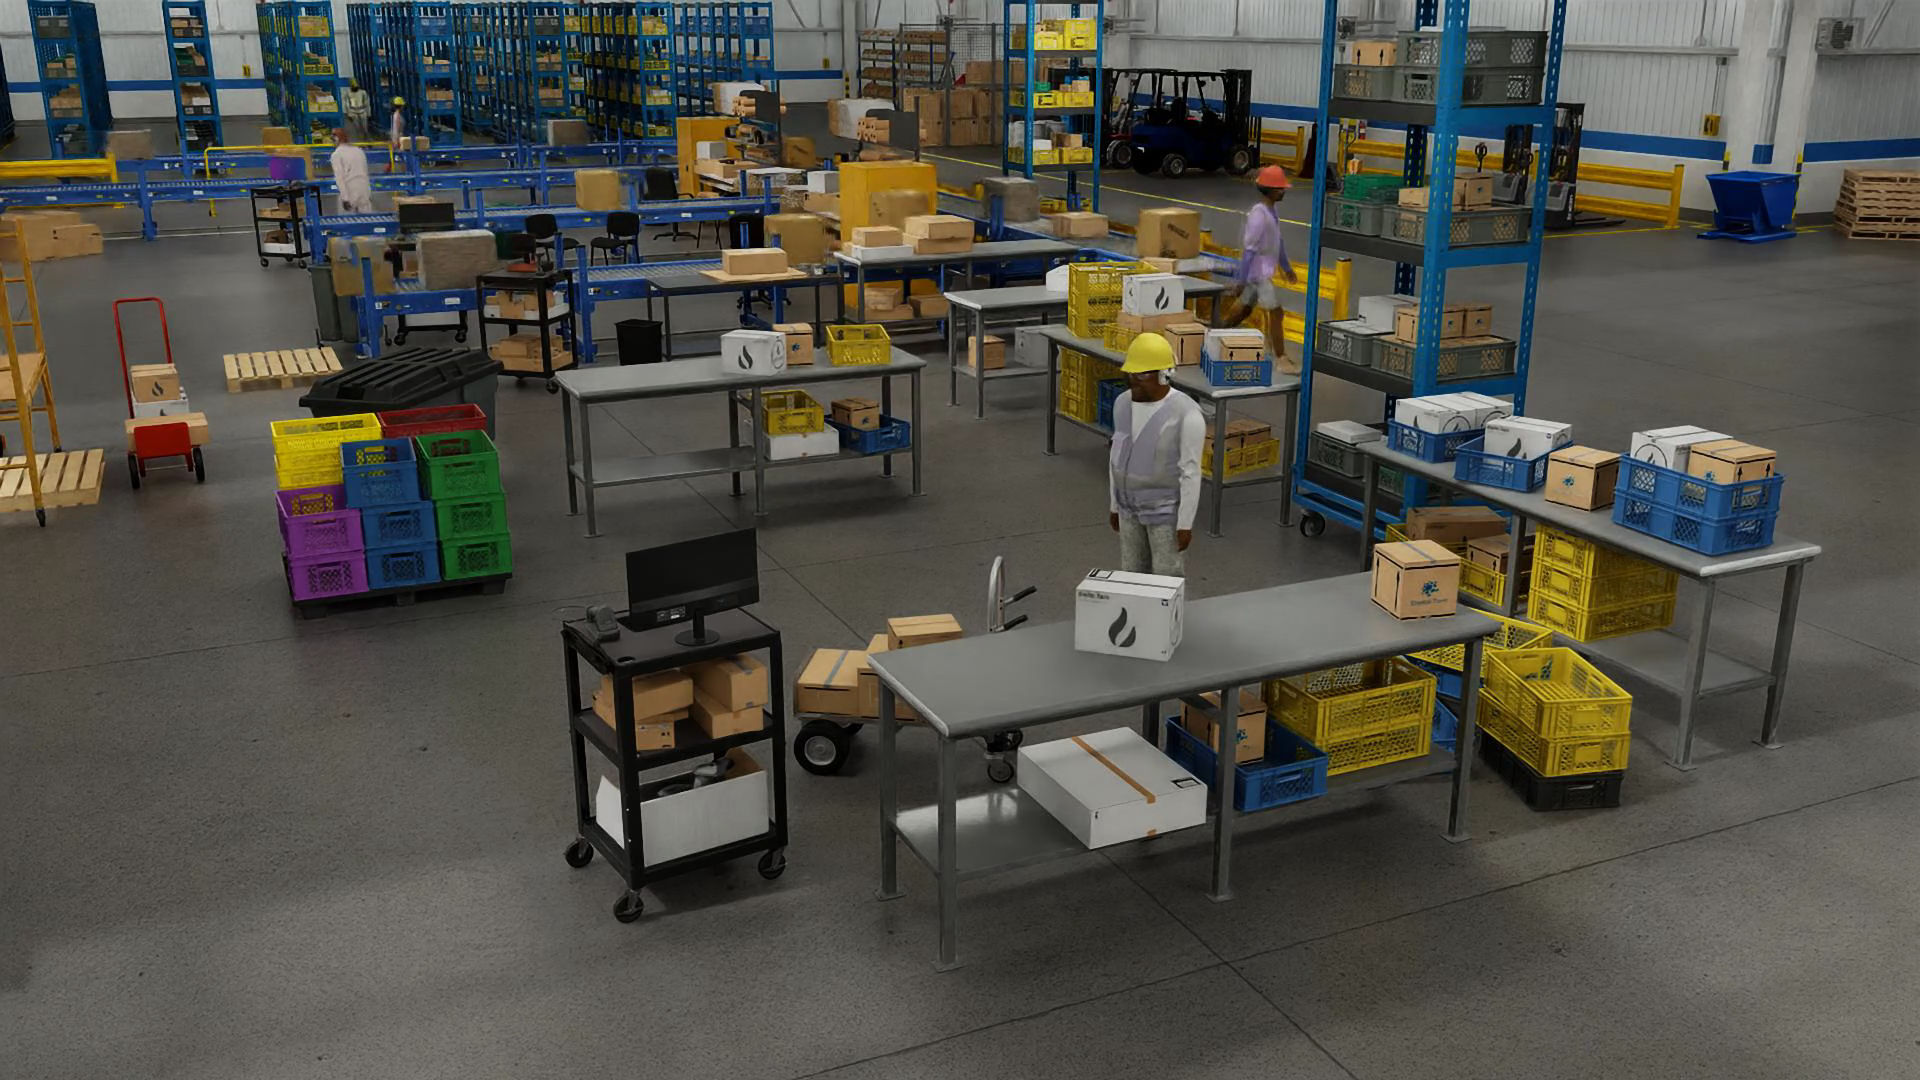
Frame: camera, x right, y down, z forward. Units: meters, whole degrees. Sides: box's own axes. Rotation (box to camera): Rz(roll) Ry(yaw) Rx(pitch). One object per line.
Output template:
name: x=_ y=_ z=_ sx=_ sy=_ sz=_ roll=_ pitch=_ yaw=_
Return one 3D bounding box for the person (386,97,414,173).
person: x=-11.272 y=-8.070 z=33.634 sx=0.949 sy=1.712 sz=0.539 roll=-6 pitch=18 yaw=-17

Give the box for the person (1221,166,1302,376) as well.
person: x=2.827 y=-2.574 z=15.905 sx=1.062 sy=2.000 sz=0.607 roll=5 pitch=18 yaw=16

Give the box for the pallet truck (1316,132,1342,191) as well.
pallet truck: x=7.723 y=-7.504 z=32.656 sx=1.601 sy=1.201 sz=0.680 roll=-8 pitch=19 yaw=-23

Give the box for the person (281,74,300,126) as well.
person: x=-17.454 y=-11.299 z=43.655 sx=0.752 sy=1.813 sz=0.595 roll=-6 pitch=19 yaw=-19

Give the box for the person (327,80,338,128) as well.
person: x=-17.694 y=-12.387 z=46.803 sx=0.387 sy=1.989 sz=0.608 roll=-15 pitch=23 yaw=-39

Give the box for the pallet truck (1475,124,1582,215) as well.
pallet truck: x=9.707 y=-6.455 z=28.103 sx=1.885 sy=1.965 sz=0.823 roll=-7 pitch=19 yaw=-20

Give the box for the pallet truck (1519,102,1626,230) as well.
pallet truck: x=9.972 y=-6.037 z=26.785 sx=1.885 sy=1.965 sz=0.823 roll=-9 pitch=20 yaw=-25

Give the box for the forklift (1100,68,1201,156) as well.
forklift: x=4.082 y=-9.564 z=37.410 sx=2.680 sy=1.987 sz=1.157 roll=-8 pitch=19 yaw=-23

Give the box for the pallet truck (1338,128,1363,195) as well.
pallet truck: x=7.845 y=-7.140 z=31.411 sx=1.522 sy=1.261 sz=0.704 roll=-9 pitch=20 yaw=-25

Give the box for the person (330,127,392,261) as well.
person: x=-8.325 y=-4.771 z=23.048 sx=0.815 sy=1.862 sz=0.659 roll=8 pitch=19 yaw=22

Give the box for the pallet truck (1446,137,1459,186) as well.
pallet truck: x=9.184 y=-6.485 z=29.328 sx=1.630 sy=1.274 sz=0.653 roll=-8 pitch=19 yaw=-23

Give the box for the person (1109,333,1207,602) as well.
person: x=0.981 y=-0.168 z=8.596 sx=0.403 sy=1.821 sz=0.596 roll=-15 pitch=23 yaw=-38

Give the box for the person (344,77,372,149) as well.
person: x=-15.085 y=-10.670 z=41.705 sx=0.592 sy=1.795 sz=0.562 roll=-5 pitch=18 yaw=-15

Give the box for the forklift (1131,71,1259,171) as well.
forklift: x=4.998 y=-8.936 z=35.413 sx=2.680 sy=1.987 sz=1.157 roll=-9 pitch=20 yaw=-25
